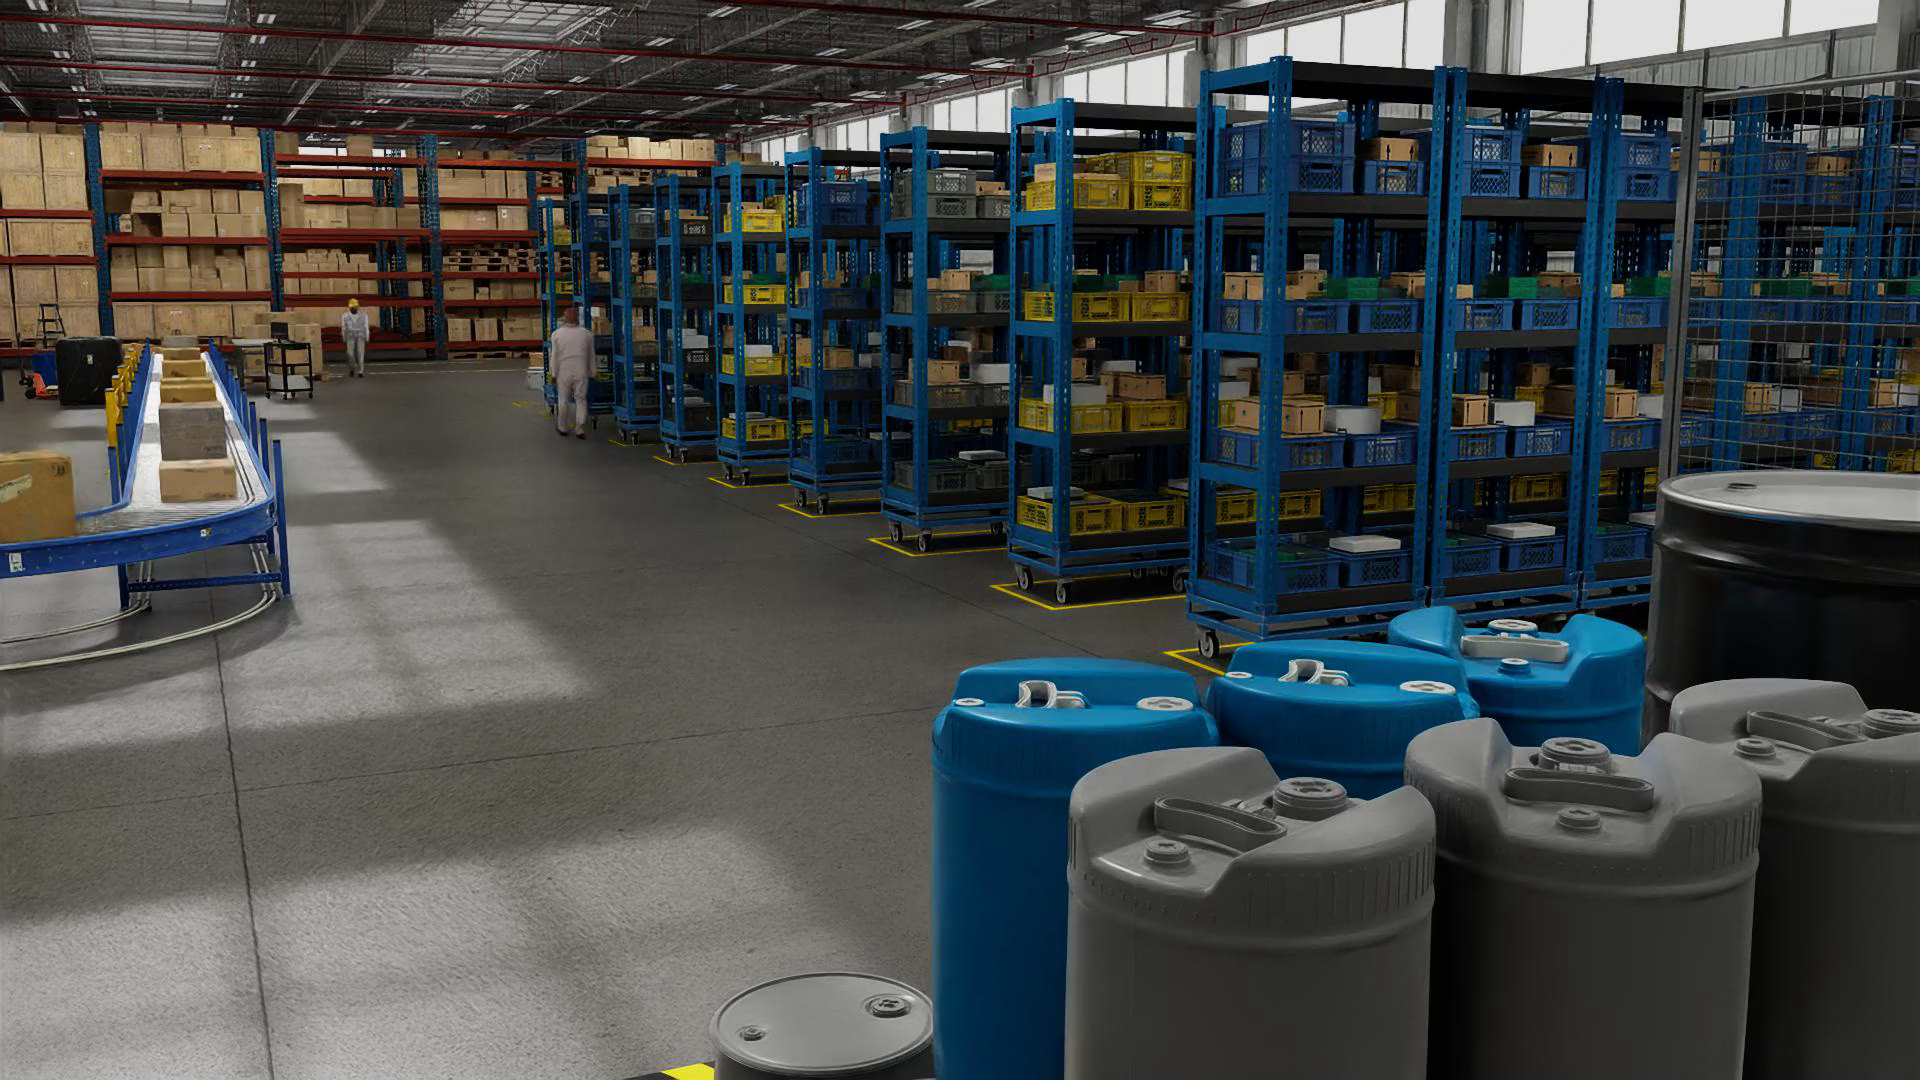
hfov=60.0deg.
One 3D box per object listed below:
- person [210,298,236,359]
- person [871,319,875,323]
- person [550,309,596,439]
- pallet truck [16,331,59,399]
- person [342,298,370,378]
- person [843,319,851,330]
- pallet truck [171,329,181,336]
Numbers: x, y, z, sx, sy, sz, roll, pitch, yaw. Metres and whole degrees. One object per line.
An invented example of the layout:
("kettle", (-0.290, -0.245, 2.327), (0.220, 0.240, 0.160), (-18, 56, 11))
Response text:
("person", (-20.403, -5.844, 45.907), (0.811, 1.736, 0.523), (-2, 9, -11))
("person", (-2.591, -6.697, 51.305), (0.495, 1.696, 0.914), (-5, 10, -27))
("person", (-5.659, -2.427, 24.259), (0.678, 1.860, 0.952), (-4, 10, -24))
("pallet truck", (-17.082, -3.353, 31.781), (1.630, 1.274, 0.653), (-4, 10, -25))
("person", (-13.719, -4.578, 37.790), (0.605, 1.812, 0.591), (-3, 10, -19))
("person", (-2.296, -3.594, 31.619), (0.595, 1.828, 0.457), (-8, 12, -39))
("pallet truck", (-17.275, -3.851, 35.096), (1.601, 1.201, 0.680), (0, 9, 1))
